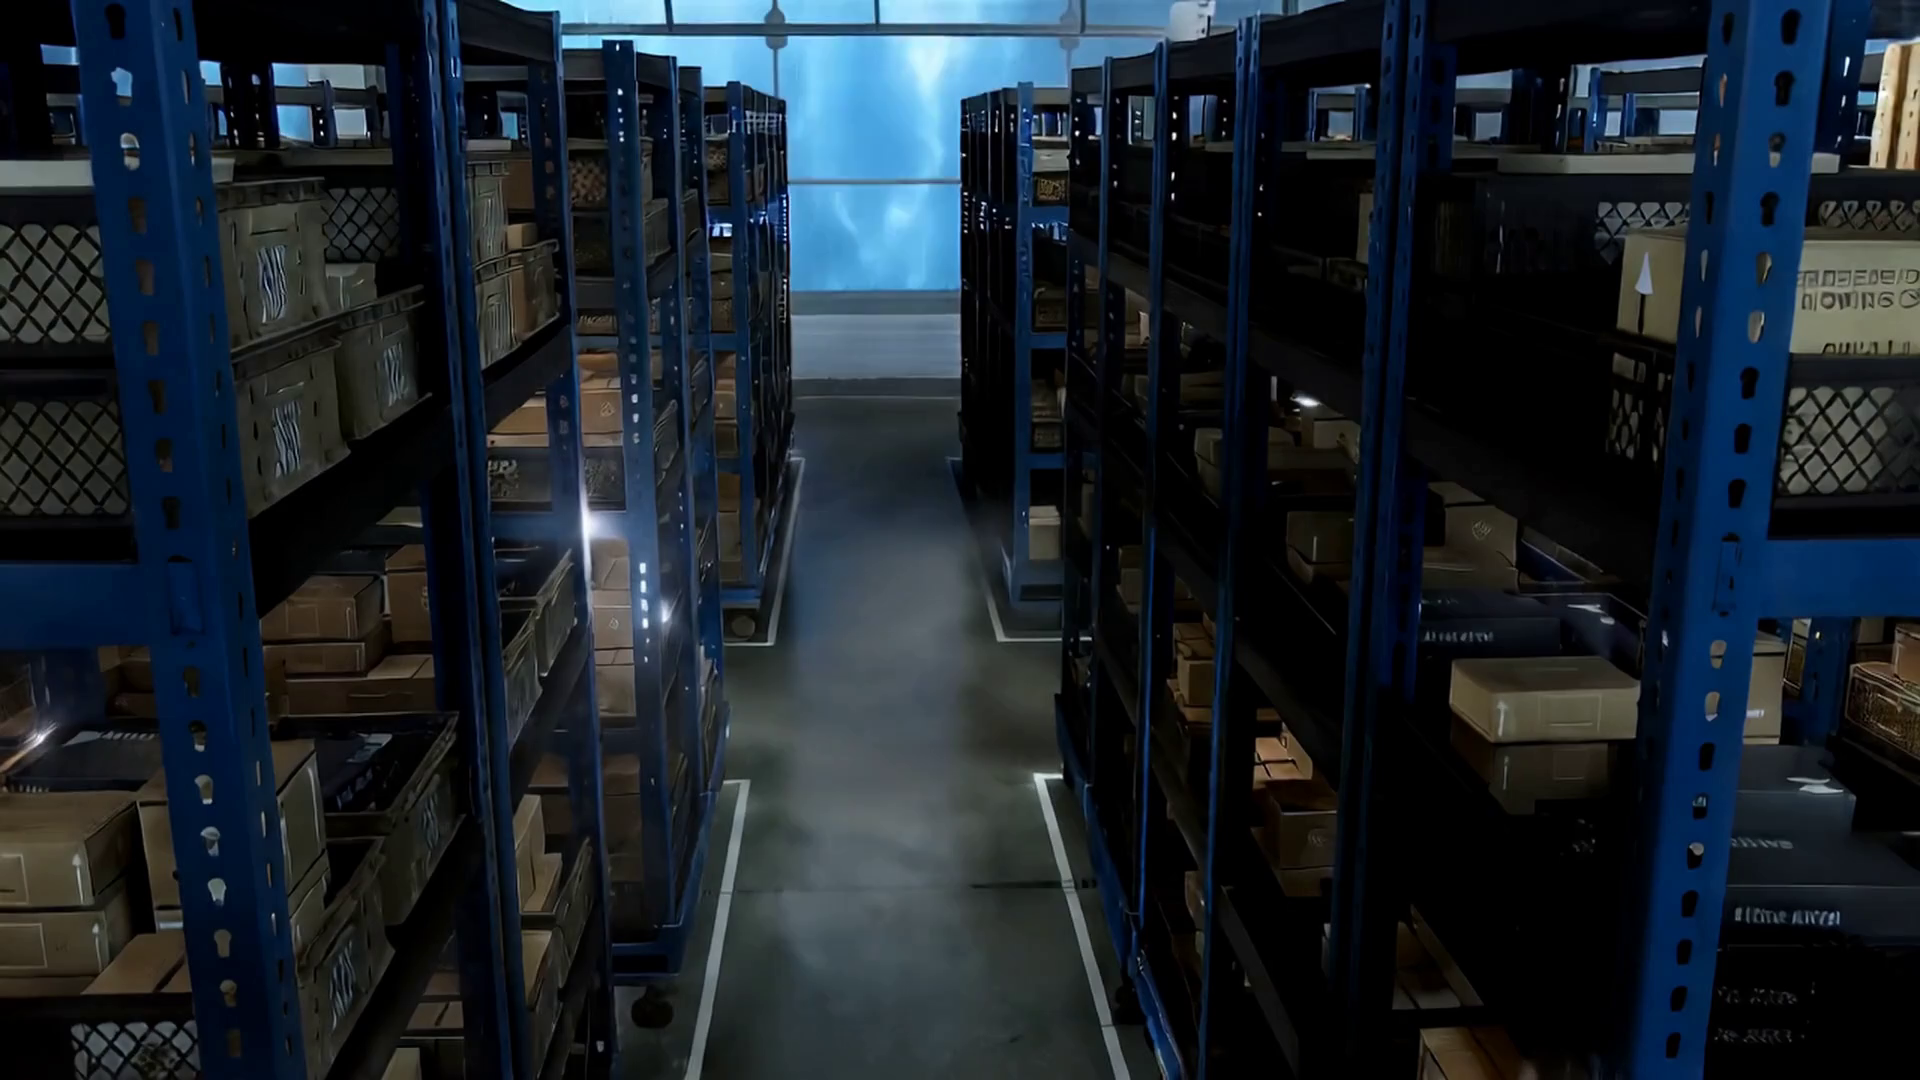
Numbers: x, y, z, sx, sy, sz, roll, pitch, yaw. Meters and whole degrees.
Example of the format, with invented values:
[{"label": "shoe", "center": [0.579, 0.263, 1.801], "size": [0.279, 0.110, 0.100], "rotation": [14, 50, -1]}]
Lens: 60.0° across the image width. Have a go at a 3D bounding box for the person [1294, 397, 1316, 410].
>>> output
[{"label": "person", "center": [1.931, 0.084, 9.619], "size": [0.589, 1.837, 0.404], "rotation": [-10, 17, -35]}]
